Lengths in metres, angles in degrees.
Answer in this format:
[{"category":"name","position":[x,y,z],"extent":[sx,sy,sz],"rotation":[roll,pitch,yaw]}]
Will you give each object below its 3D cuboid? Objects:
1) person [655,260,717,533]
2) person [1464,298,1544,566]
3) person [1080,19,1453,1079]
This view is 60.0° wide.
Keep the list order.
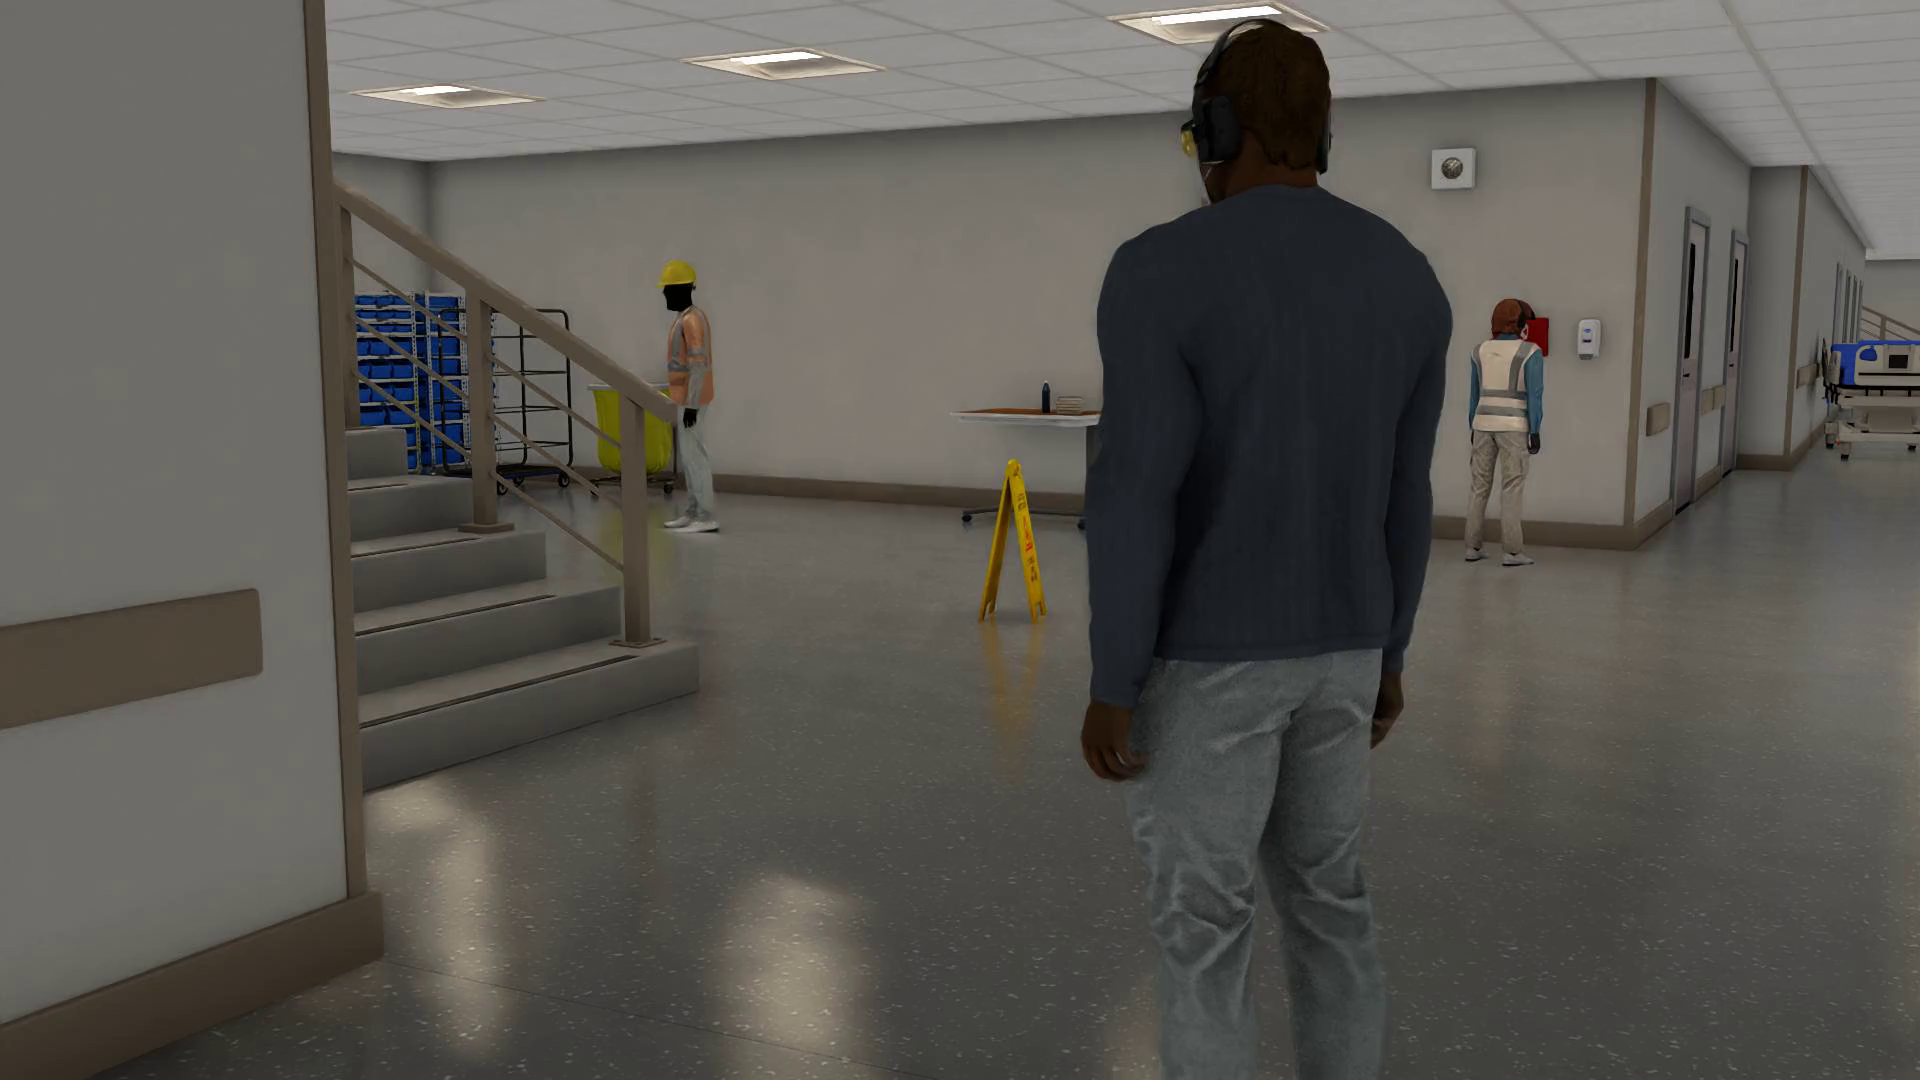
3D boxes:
[{"category":"person","position":[-1.936,-1.005,11.742],"extent":[0.388,1.924,0.594],"rotation":[-2,8,-13]},{"category":"person","position":[3.327,-0.657,10.192],"extent":[0.318,1.630,0.514],"rotation":[-5,9,-36]},{"category":"person","position":[0.463,0.185,2.568],"extent":[0.634,1.930,0.380],"rotation":[-4,9,-30]}]
